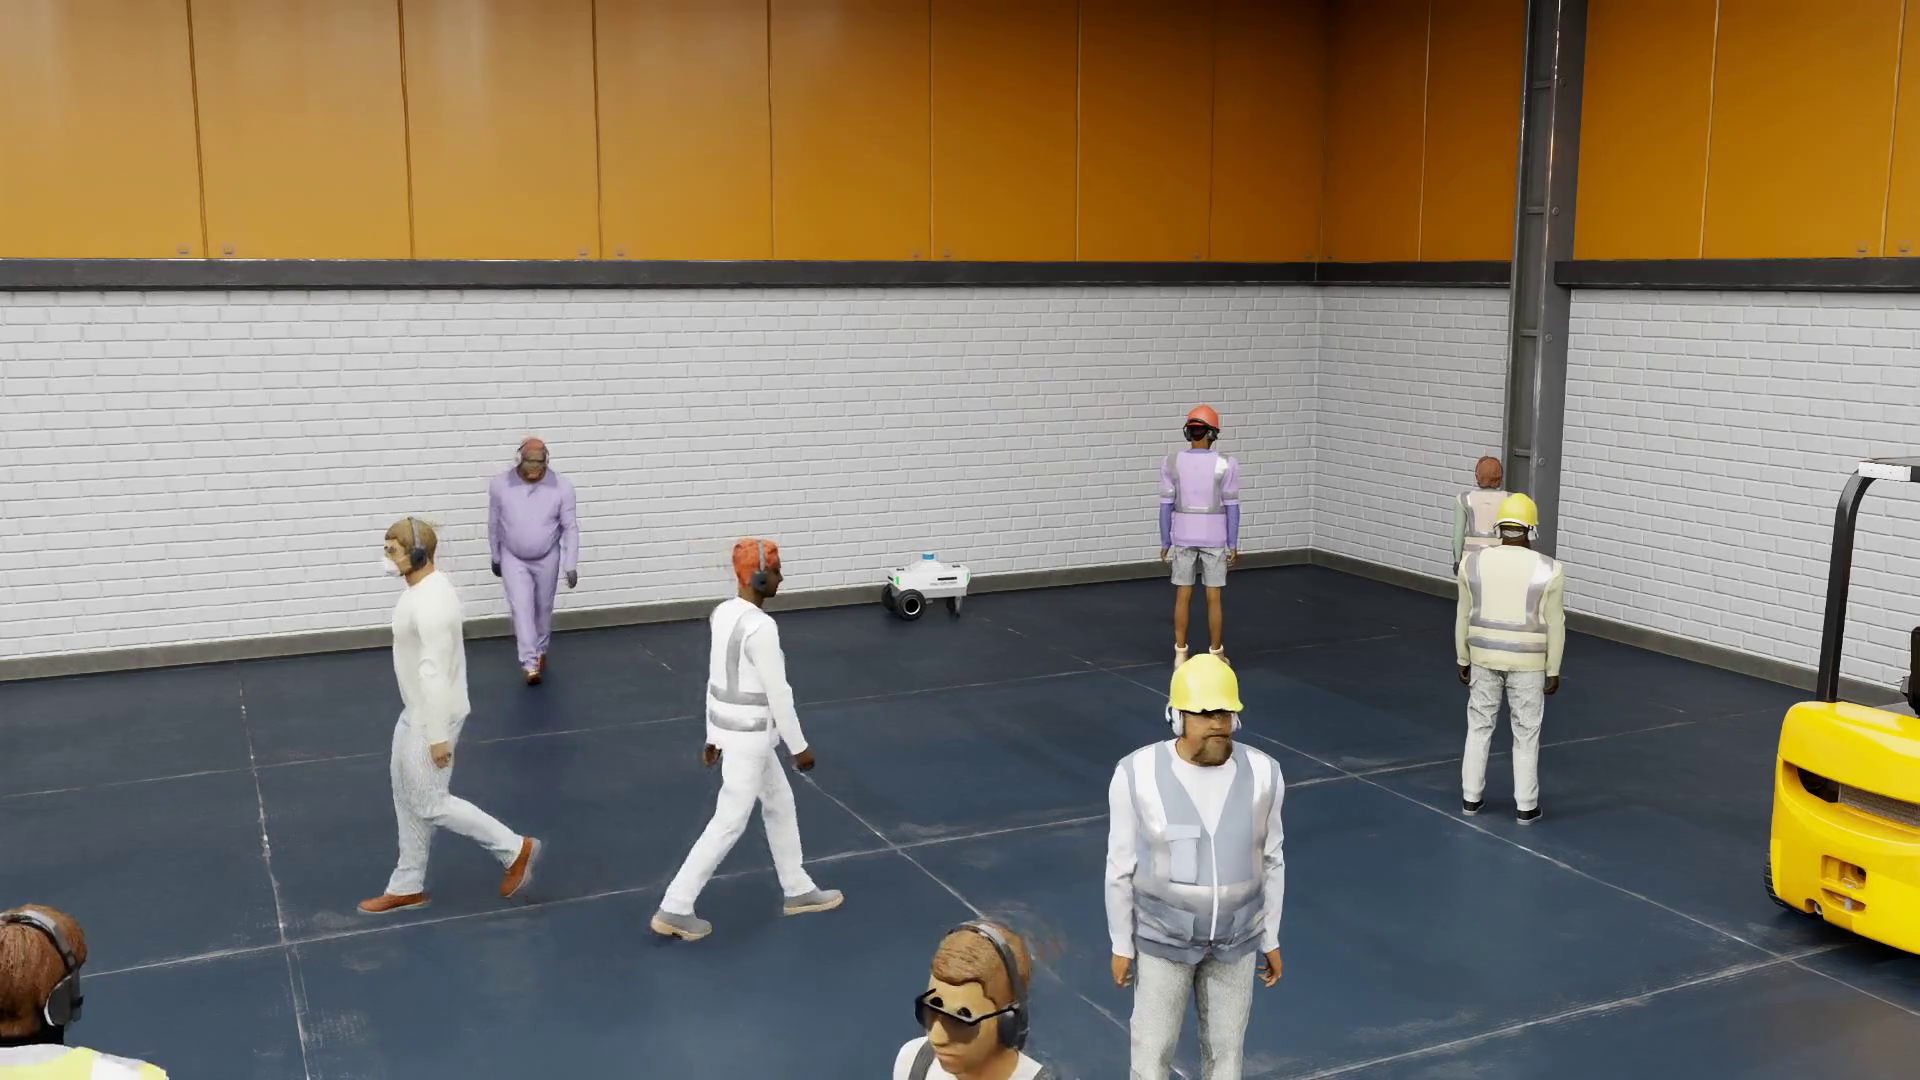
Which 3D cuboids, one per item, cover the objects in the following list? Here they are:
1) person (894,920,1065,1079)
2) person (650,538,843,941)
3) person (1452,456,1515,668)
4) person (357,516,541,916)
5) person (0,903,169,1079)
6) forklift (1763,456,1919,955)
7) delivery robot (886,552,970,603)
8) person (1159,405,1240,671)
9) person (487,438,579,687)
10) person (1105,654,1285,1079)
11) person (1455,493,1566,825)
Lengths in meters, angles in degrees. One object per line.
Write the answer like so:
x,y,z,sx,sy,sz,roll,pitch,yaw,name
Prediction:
0.007,1.622,3.265,0.536,1.800,0.876,8,12,41,person
-1.004,0.902,7.606,0.950,1.843,0.557,-4,10,-22,person
4.016,0.178,12.694,0.512,1.645,0.307,2,9,14,person
-2.448,0.830,7.812,0.780,1.920,0.650,-3,10,-20,person
-1.801,1.595,3.386,0.653,1.808,0.843,0,9,-3,person
4.857,0.731,7.561,2.313,2.155,1.214,-4,10,-25,forklift
-0.280,0.349,14.707,0.707,0.478,0.477,-3,10,-19,delivery robot
1.815,-0.001,12.600,0.605,2.033,0.400,3,10,18,person
-3.160,0.147,12.346,0.650,1.823,1.067,-2,9,-15,person
0.763,1.264,5.355,0.594,1.837,0.404,-1,9,-7,person
3.039,0.653,9.210,0.591,1.823,0.404,6,11,32,person
